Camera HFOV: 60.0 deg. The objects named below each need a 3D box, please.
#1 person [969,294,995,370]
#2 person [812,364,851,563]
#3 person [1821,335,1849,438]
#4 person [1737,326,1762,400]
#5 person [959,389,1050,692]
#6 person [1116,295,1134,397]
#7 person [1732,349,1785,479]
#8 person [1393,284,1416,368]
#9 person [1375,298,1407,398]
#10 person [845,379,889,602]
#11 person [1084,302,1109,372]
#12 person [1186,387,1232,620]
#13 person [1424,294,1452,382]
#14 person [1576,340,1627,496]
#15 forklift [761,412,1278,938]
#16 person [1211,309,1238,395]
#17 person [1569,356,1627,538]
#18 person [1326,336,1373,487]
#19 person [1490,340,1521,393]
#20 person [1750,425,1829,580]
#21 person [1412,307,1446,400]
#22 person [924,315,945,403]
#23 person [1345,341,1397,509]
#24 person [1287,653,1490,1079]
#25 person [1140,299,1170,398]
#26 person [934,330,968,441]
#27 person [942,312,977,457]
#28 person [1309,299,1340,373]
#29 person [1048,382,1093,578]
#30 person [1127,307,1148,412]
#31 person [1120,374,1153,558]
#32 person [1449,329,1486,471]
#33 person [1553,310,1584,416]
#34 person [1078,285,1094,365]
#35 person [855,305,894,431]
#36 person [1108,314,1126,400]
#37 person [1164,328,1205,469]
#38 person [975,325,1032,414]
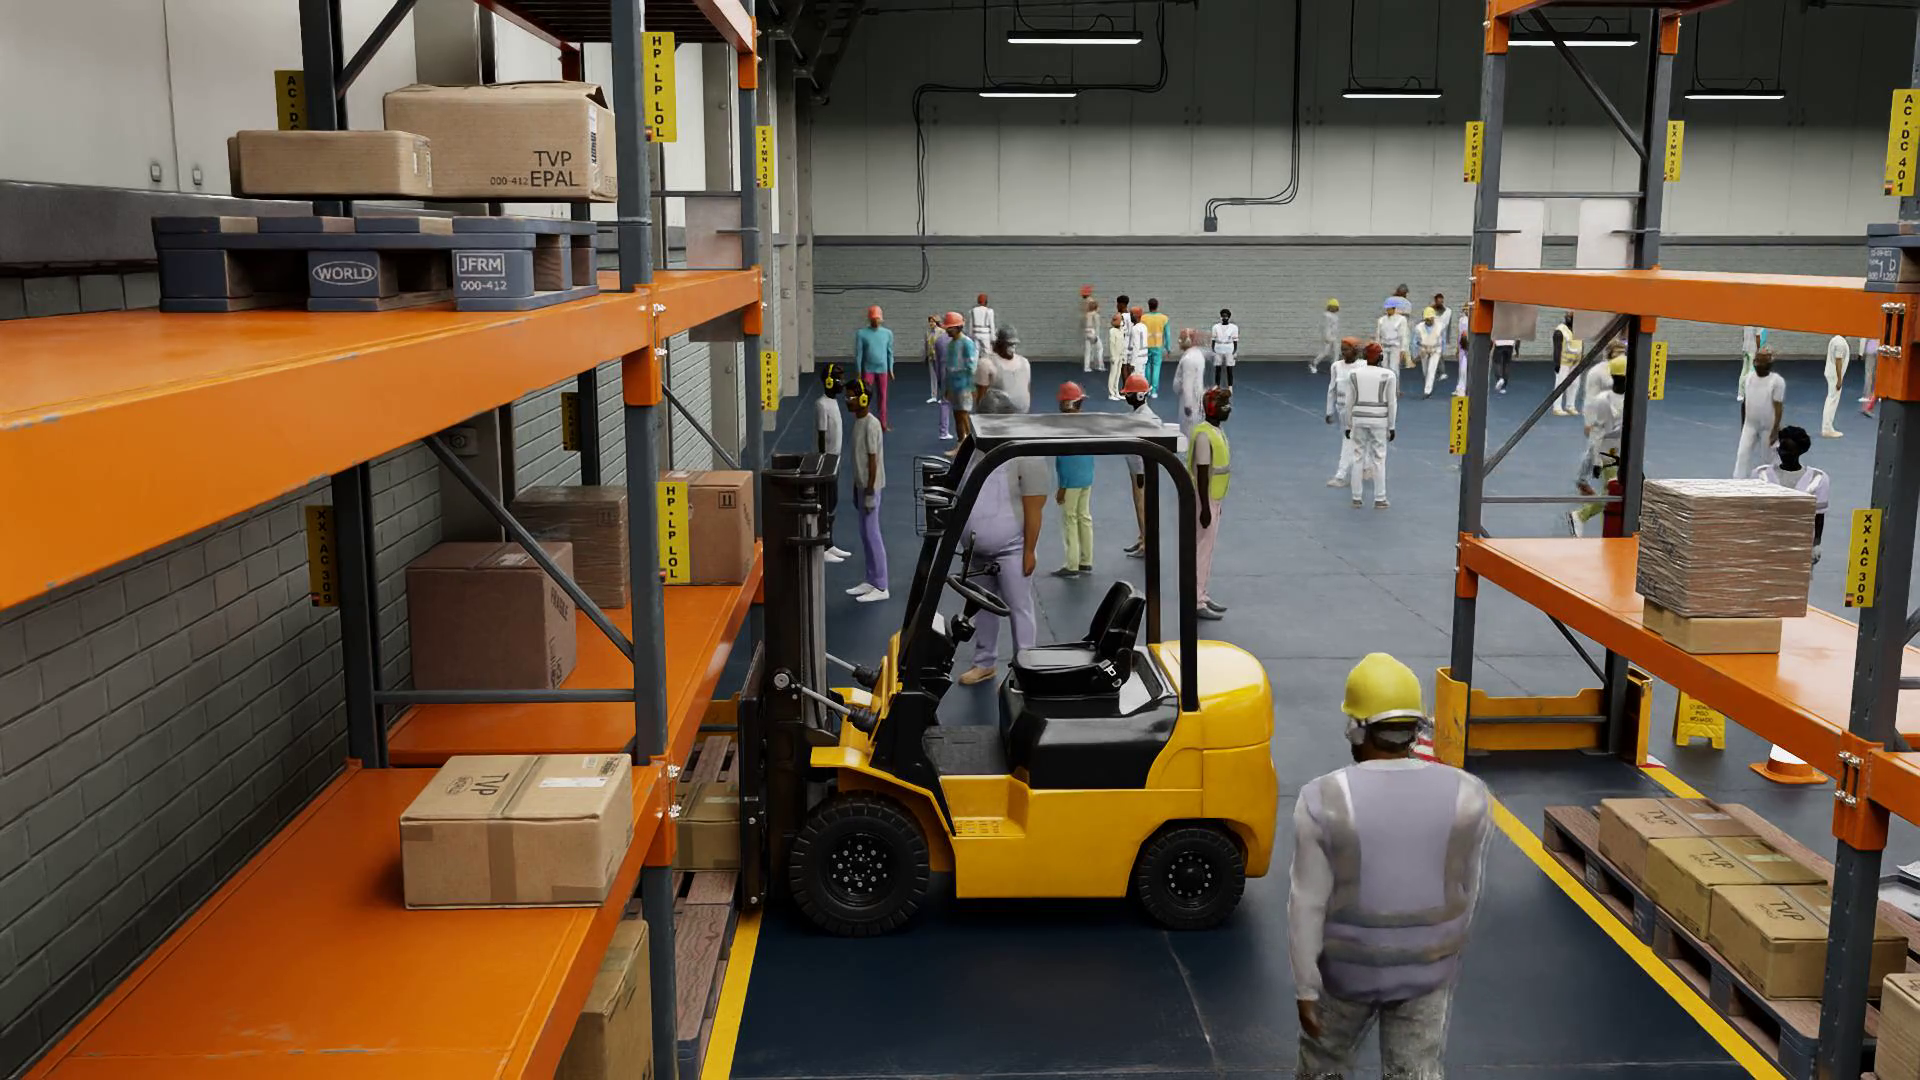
[{"bbox_3d":[0.470,-4.350,35.758,0.585,1.880,0.348,5,11,24],"label":"person"},{"bbox_3d":[-1.217,-0.719,15.580,0.317,1.860,0.514,2,10,8],"label":"person"},{"bbox_3d":[13.421,-2.477,25.449,0.344,1.839,0.501,4,11,20],"label":"person"},{"bbox_3d":[14.851,-3.521,31.182,0.327,1.863,0.511,-1,10,-8],"label":"person"},{"bbox_3d":[0.236,-0.001,11.067,0.686,2.000,0.535,10,14,44],"label":"person"},{"bbox_3d":[3.160,-3.740,32.102,0.363,1.963,0.612,4,11,24],"label":"person"},{"bbox_3d":[8.961,-1.250,18.720,0.989,1.787,0.522,-9,13,-40],"label":"person"},{"bbox_3d":[10.390,-5.059,39.243,0.889,2.000,0.686,-8,13,-39],"label":"person"},{"bbox_3d":[8.131,-3.607,31.453,0.637,1.930,0.432,9,14,41],"label":"person"},{"bbox_3d":[-0.792,-0.416,13.904,0.328,1.861,0.502,-3,11,-18],"label":"person"},{"bbox_3d":[3.130,-4.676,38.310,0.700,1.612,0.518,-7,12,-34],"label":"person"},{"bbox_3d":[1.966,-0.302,13.281,0.375,1.844,0.567,3,11,17],"label":"person"},{"bbox_3d":[10.263,-4.344,35.756,0.618,1.859,1.018,1,10,3],"label":"person"},{"bbox_3d":[7.474,-1.389,19.246,0.658,1.898,0.982,-2,10,-10],"label":"person"},{"bbox_3d":[0.291,0.548,7.580,2.313,2.155,1.214,0,10,-2],"label":"forklift"},{"bbox_3d":[5.164,-3.667,32.476,0.530,1.689,0.322,4,11,20],"label":"person"},{"bbox_3d":[6.268,-0.833,16.085,0.591,1.907,0.744,-8,13,-37],"label":"person"},{"bbox_3d":[4.878,-1.606,20.573,0.930,1.849,0.587,-9,13,-40],"label":"person"},{"bbox_3d":[10.782,-3.856,32.923,0.619,1.900,0.464,2,10,10],"label":"person"},{"bbox_3d":[5.890,0.020,11.895,0.536,1.699,0.322,5,11,27],"label":"person"},{"bbox_3d":[8.987,-3.583,31.846,0.596,1.761,0.980,5,11,25],"label":"person"},{"bbox_3d":[-0.444,-3.355,30.894,0.519,1.633,0.307,8,13,39],"label":"person"},{"bbox_3d":[4.607,-1.286,18.663,0.573,1.883,0.359,6,12,29],"label":"person"},{"bbox_3d":[1.227,1.207,4.980,0.599,1.806,0.751,0,10,-2],"label":"person"},{"bbox_3d":[3.755,-3.718,32.210,0.612,1.884,0.861,2,10,10],"label":"person"},{"bbox_3d":[-0.076,-2.440,25.061,0.650,1.899,0.399,7,12,34],"label":"person"},{"bbox_3d":[-0.032,-2.111,22.865,0.427,2.031,0.655,-7,13,-35],"label":"person"},{"bbox_3d":[8.319,-4.592,37.557,0.794,1.715,0.493,9,13,40],"label":"person"},{"bbox_3d":[0.986,-0.539,14.905,0.367,1.738,0.584,6,12,29],"label":"person"},{"bbox_3d":[3.033,-3.044,28.455,0.337,1.882,0.584,4,11,22],"label":"person"},{"bbox_3d":[1.685,-0.707,15.826,0.353,1.744,0.565,0,10,0],"label":"person"},{"bbox_3d":[6.583,-1.809,21.619,0.415,1.865,0.600,6,12,31],"label":"person"},{"bbox_3d":[10.477,-3.040,28.649,0.641,1.820,0.435,-5,11,-26],"label":"person"},{"bbox_3d":[3.048,-5.187,40.216,0.510,1.946,0.658,-4,11,-21],"label":"person"},{"bbox_3d":[-1.339,-2.692,26.186,0.622,1.992,0.396,-3,11,-19],"label":"person"},{"bbox_3d":[2.974,-3.462,31.482,0.279,1.633,0.506,6,12,29],"label":"person"},{"bbox_3d":[3.083,-1.824,21.701,0.757,1.884,0.644,3,11,17],"label":"person"},{"bbox_3d":[0.541,-1.526,19.560,0.691,2.000,0.662,-5,12,-28],"label":"person"}]
